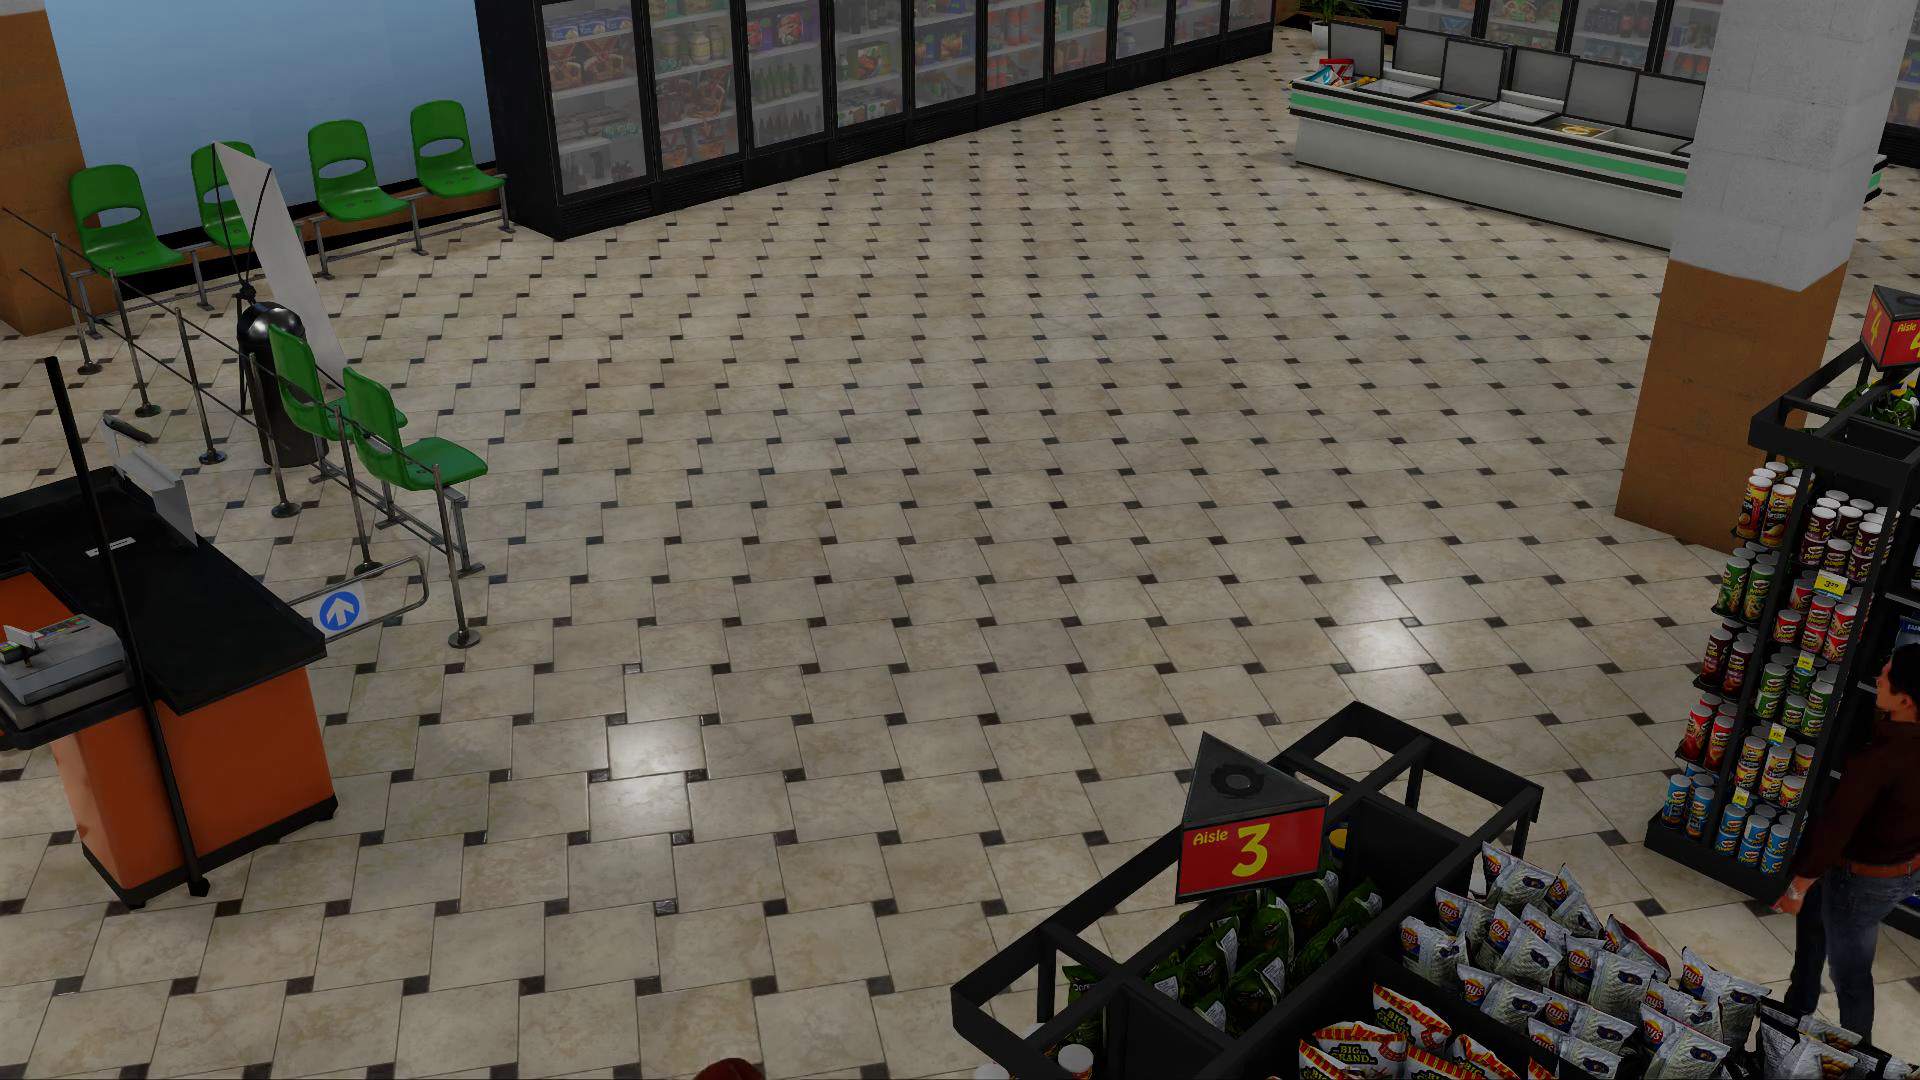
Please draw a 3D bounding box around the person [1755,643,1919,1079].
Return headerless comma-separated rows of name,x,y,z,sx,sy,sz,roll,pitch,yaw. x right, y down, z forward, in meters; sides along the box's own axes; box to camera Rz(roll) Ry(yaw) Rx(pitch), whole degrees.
person,3.072,1.165,5.474,0.761,1.758,0.837,-17,33,-29
